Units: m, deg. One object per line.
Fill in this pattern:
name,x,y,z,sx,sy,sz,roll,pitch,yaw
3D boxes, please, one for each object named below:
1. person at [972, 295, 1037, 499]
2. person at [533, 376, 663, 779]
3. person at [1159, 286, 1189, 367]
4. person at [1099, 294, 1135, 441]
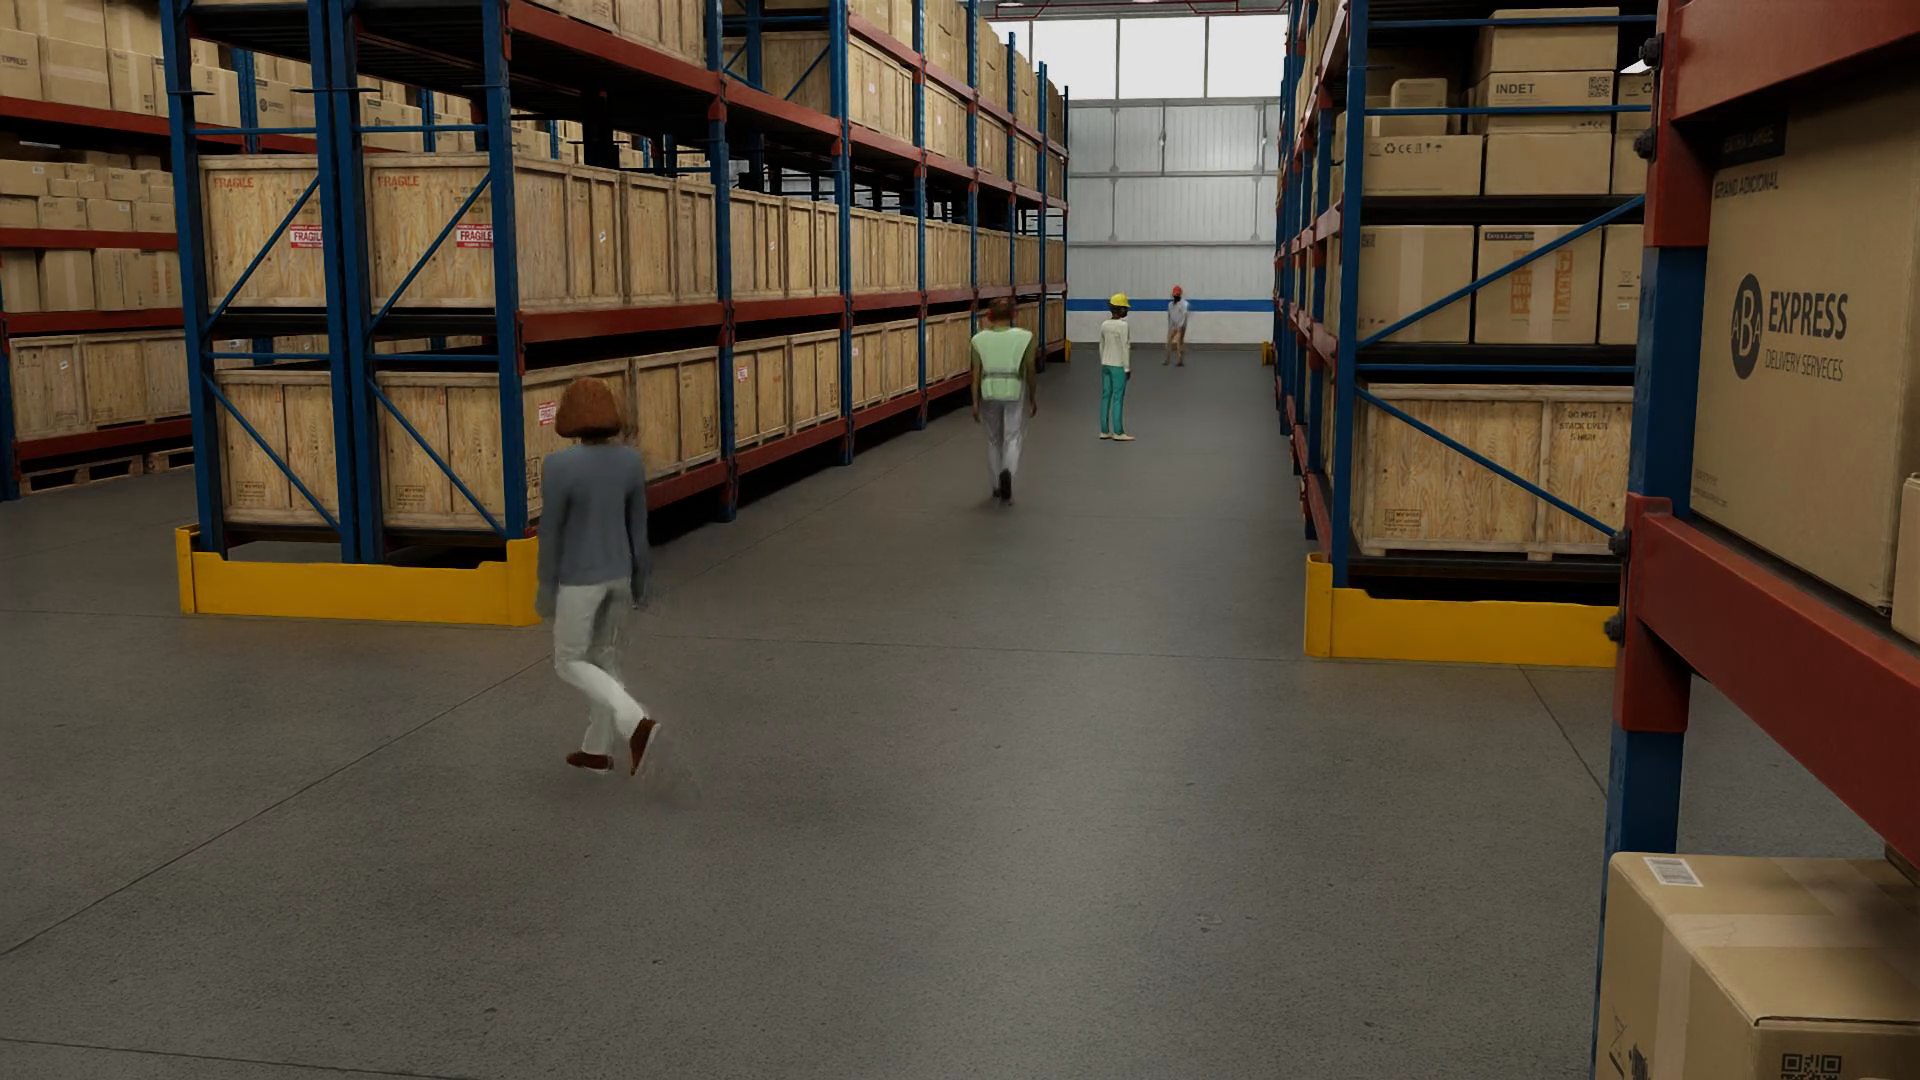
person,0.387,-1.252,14.726,0.571,1.818,0.755,2,9,10
person,-1.393,0.168,6.543,0.590,1.619,0.501,6,11,35
person,4.566,-4.547,35.482,0.571,1.716,0.691,8,12,41
person,1.881,-2.073,20.006,0.329,1.765,0.525,-6,11,-31
